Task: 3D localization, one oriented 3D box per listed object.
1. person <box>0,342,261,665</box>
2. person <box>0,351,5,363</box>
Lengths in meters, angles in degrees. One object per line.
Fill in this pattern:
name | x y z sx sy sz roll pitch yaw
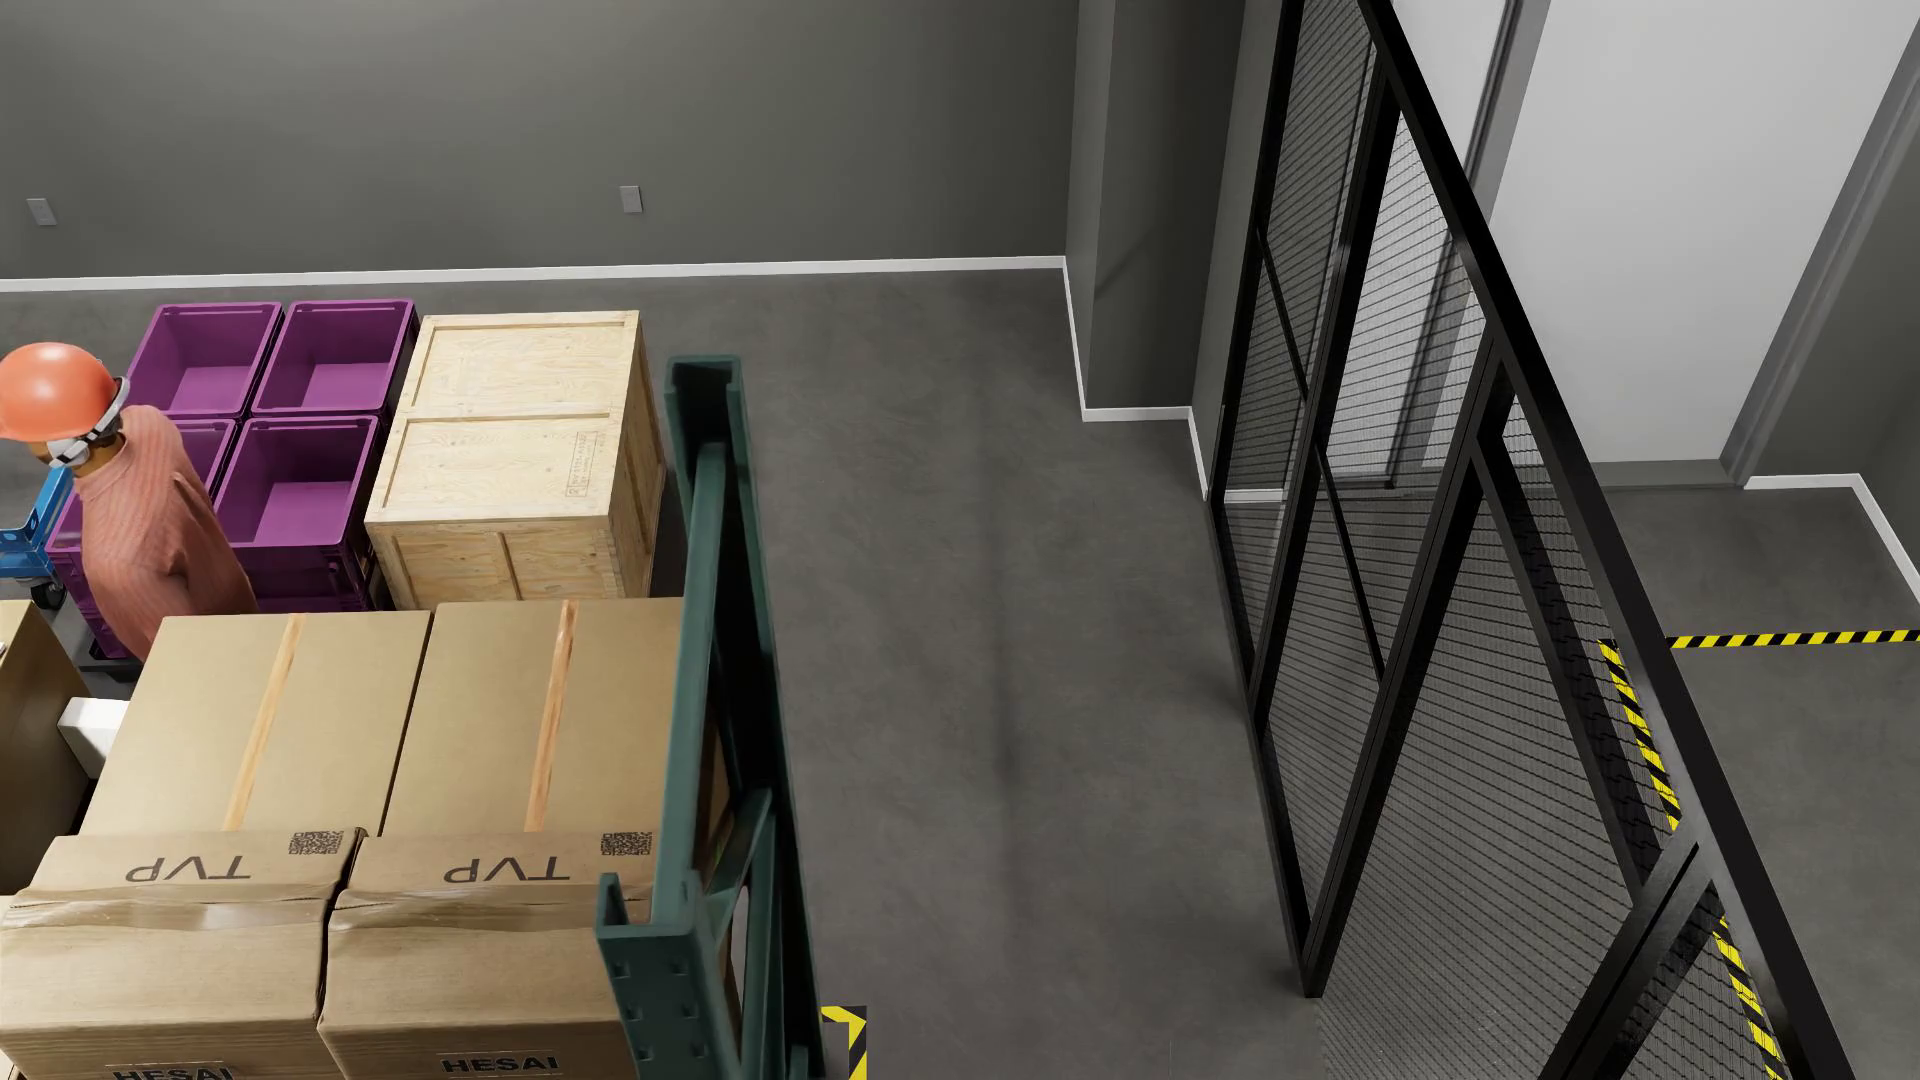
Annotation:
person | -2.064 0.265 4.465 0.395 1.993 0.616 -11 47 -10
person | -4.038 -1.266 5.966 0.372 1.940 0.630 -4 46 -3
